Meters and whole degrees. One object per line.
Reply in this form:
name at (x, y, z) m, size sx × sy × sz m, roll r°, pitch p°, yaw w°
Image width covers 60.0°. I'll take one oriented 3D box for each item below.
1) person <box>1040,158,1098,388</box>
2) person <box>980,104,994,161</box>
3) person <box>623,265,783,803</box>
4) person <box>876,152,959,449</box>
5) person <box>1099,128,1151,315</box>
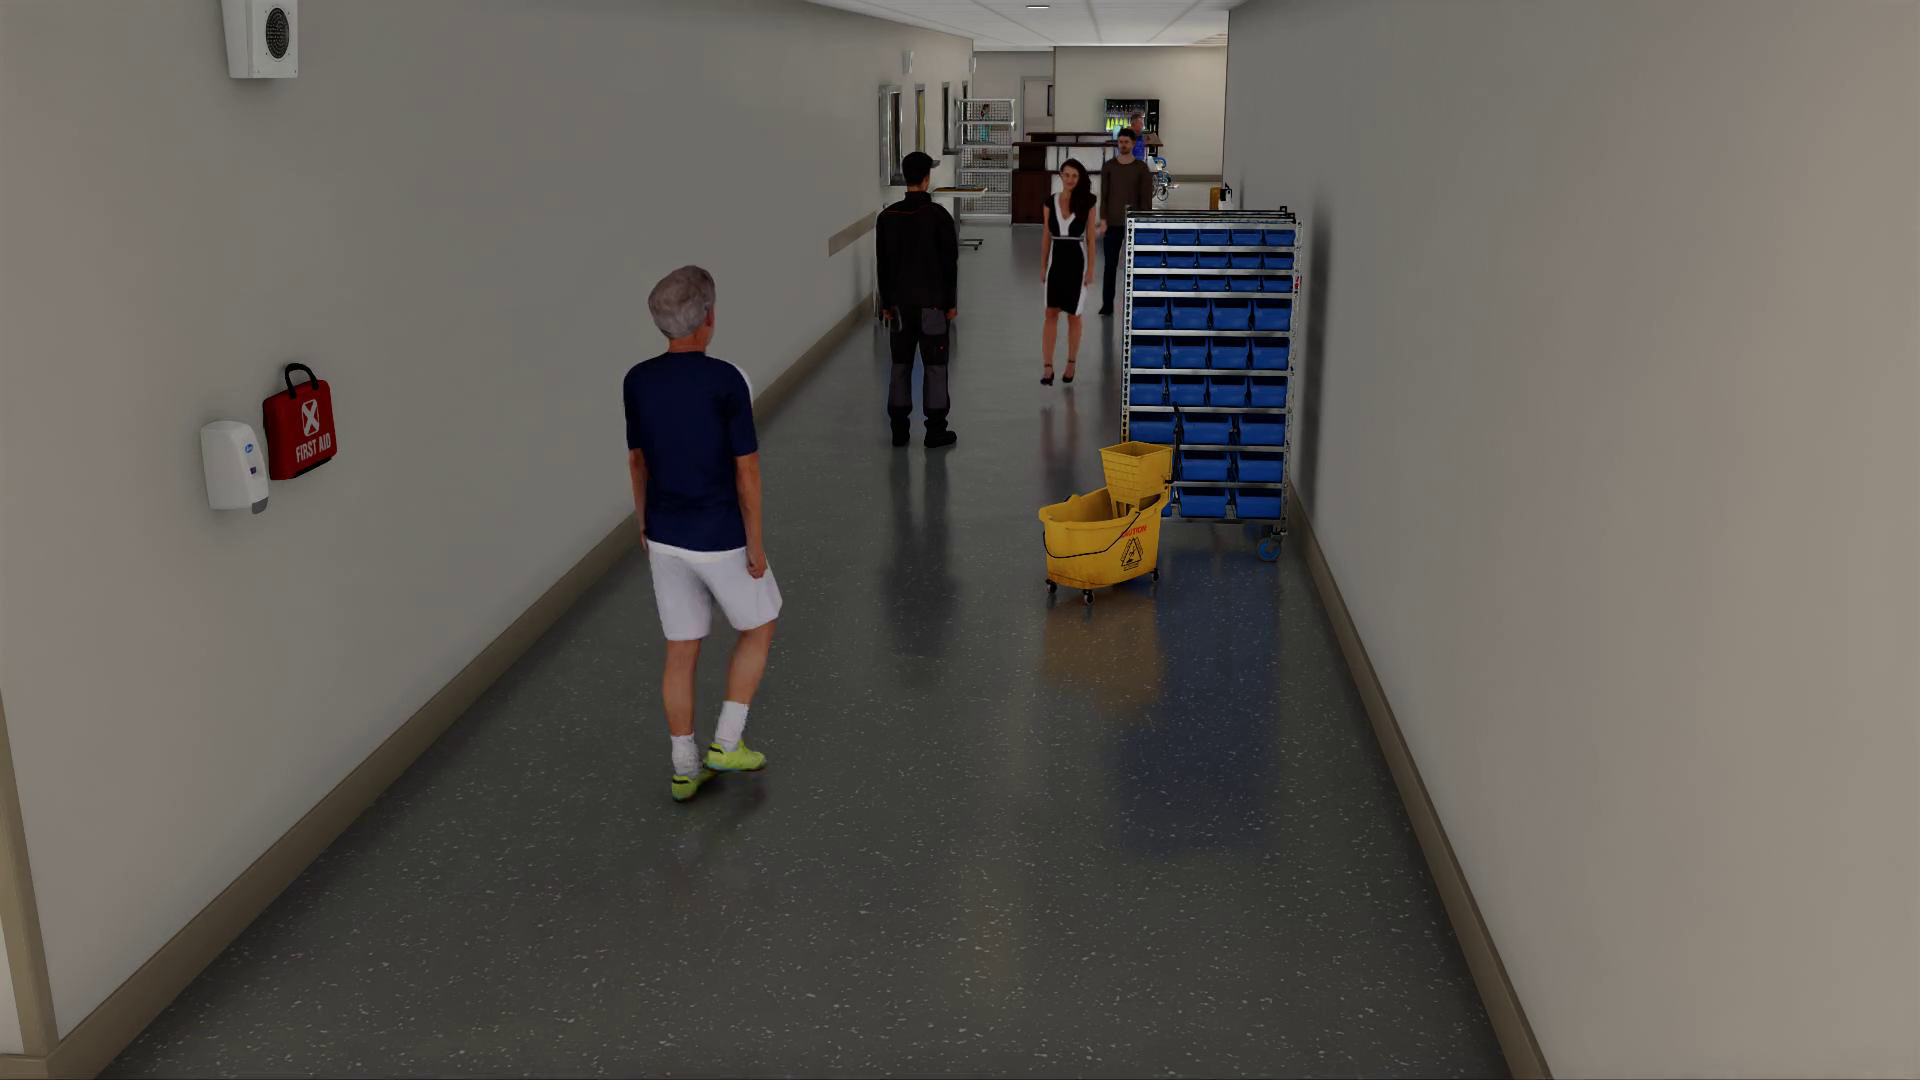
person at (0.870, -2.088, 13.137) m, size 1.011 × 1.765 × 0.756 m, roll 4°, pitch 16°, yaw 14°
person at (0.730, -11.527, 46.998) m, size 0.621 × 1.558 × 0.609 m, roll -3°, pitch 16°, yaw -11°
person at (-0.908, 0.016, 5.565) m, size 0.628 × 1.824 × 0.778 m, roll 5°, pitch 16°, yaw 17°
person at (-0.281, -1.596, 11.057) m, size 0.599 × 1.946 × 0.803 m, roll 4°, pitch 16°, yaw 16°
person at (1.676, -3.256, 17.050) m, size 0.540 × 1.888 × 0.732 m, roll 3°, pitch 16°, yaw 11°
